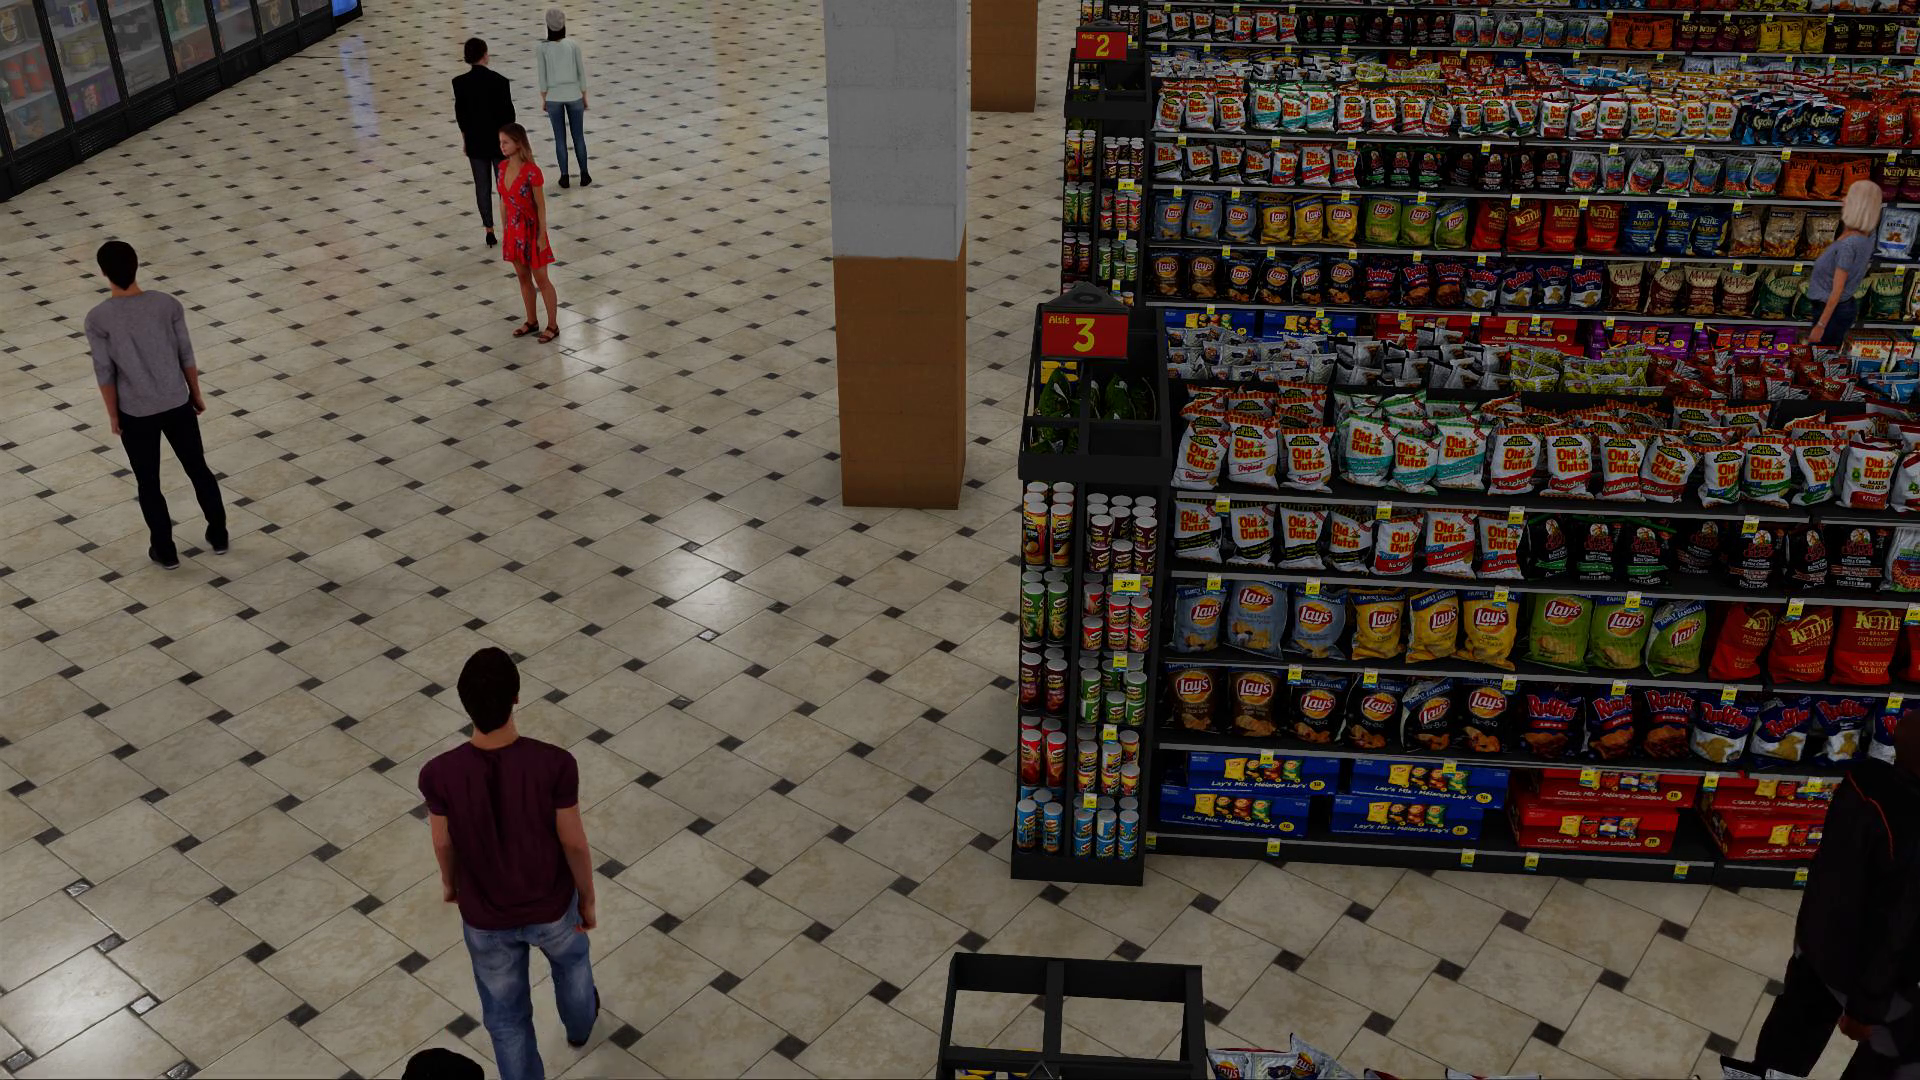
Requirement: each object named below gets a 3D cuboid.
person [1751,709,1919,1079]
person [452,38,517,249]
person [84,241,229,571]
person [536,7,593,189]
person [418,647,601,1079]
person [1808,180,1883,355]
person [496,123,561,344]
[{"bbox_3d":[2.765,1.304,5.323,0.721,1.813,0.700,2,29,4],"label":"person"},{"bbox_3d":[-3.922,-3.292,13.842,0.521,1.716,0.713,0,29,0],"label":"person"},{"bbox_3d":[-4.363,-0.728,9.018,0.708,1.840,0.768,-22,35,-34],"label":"person"},{"bbox_3d":[-3.665,-4.099,15.397,0.559,1.645,0.700,-9,30,-16],"label":"person"},{"bbox_3d":[-1.450,1.235,5.434,0.952,1.829,0.901,-7,30,-13],"label":"person"},{"bbox_3d":[5.451,-1.396,10.366,0.689,1.722,0.660,22,36,35],"label":"person"},{"bbox_3d":[-3.122,-2.216,12.002,0.615,1.592,0.718,17,33,28],"label":"person"}]
